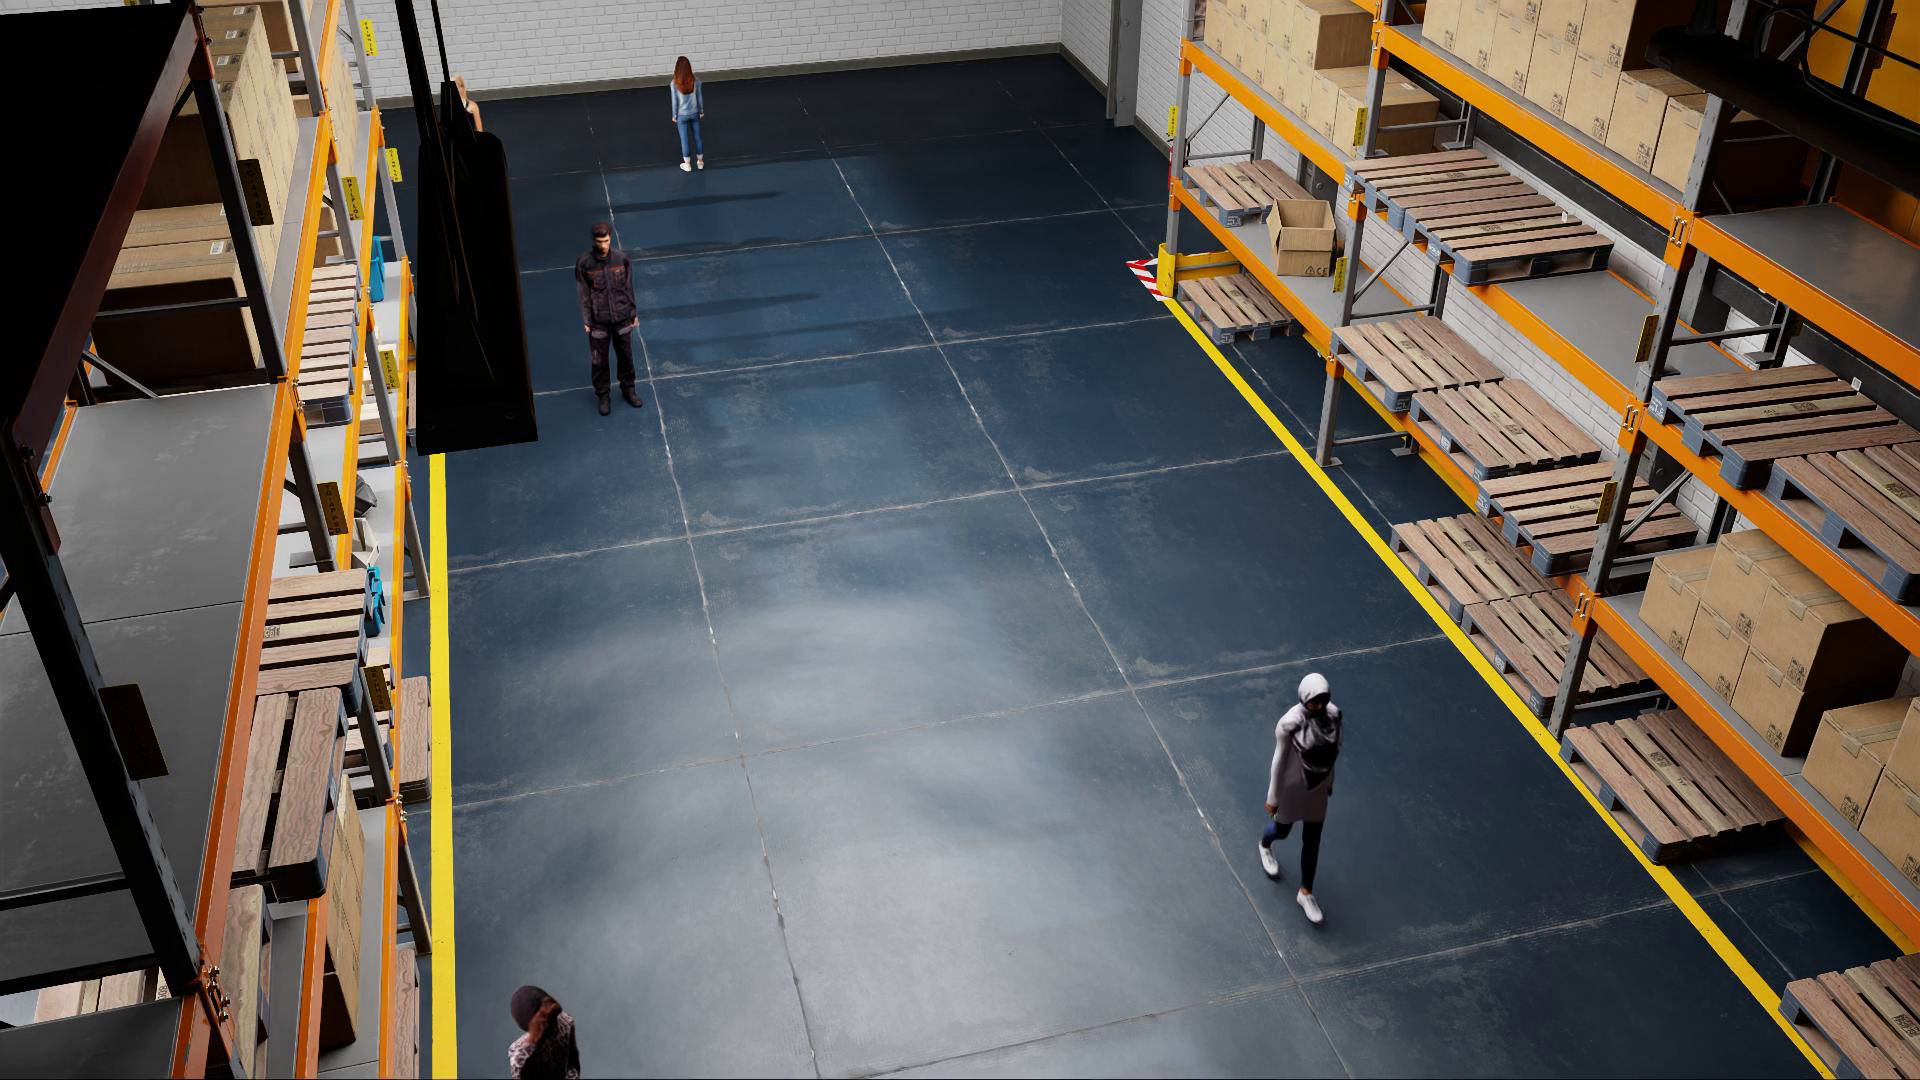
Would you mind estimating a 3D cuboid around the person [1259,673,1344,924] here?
[{"bbox_3d":[2.121,1.538,10.545,0.638,1.757,0.946,-9,35,-13],"label":"person"}]

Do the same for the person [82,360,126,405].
[{"bbox_3d":[-7.081,-0.691,13.938,0.703,1.712,0.888,-2,34,-3],"label":"person"}]

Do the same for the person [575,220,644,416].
[{"bbox_3d":[-3.371,-2.164,15.945,0.742,1.943,0.656,-15,37,-22],"label":"person"}]

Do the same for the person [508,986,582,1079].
[{"bbox_3d":[-2.070,2.904,8.525,0.718,1.717,0.668,21,39,28],"label":"person"}]

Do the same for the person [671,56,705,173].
[{"bbox_3d":[-3.490,-5.476,21.350,0.588,1.477,0.546,-14,36,-20],"label":"person"}]

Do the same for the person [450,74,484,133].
[{"bbox_3d":[-5.857,-4.647,19.765,0.688,1.850,0.674,6,34,9],"label":"person"}]
